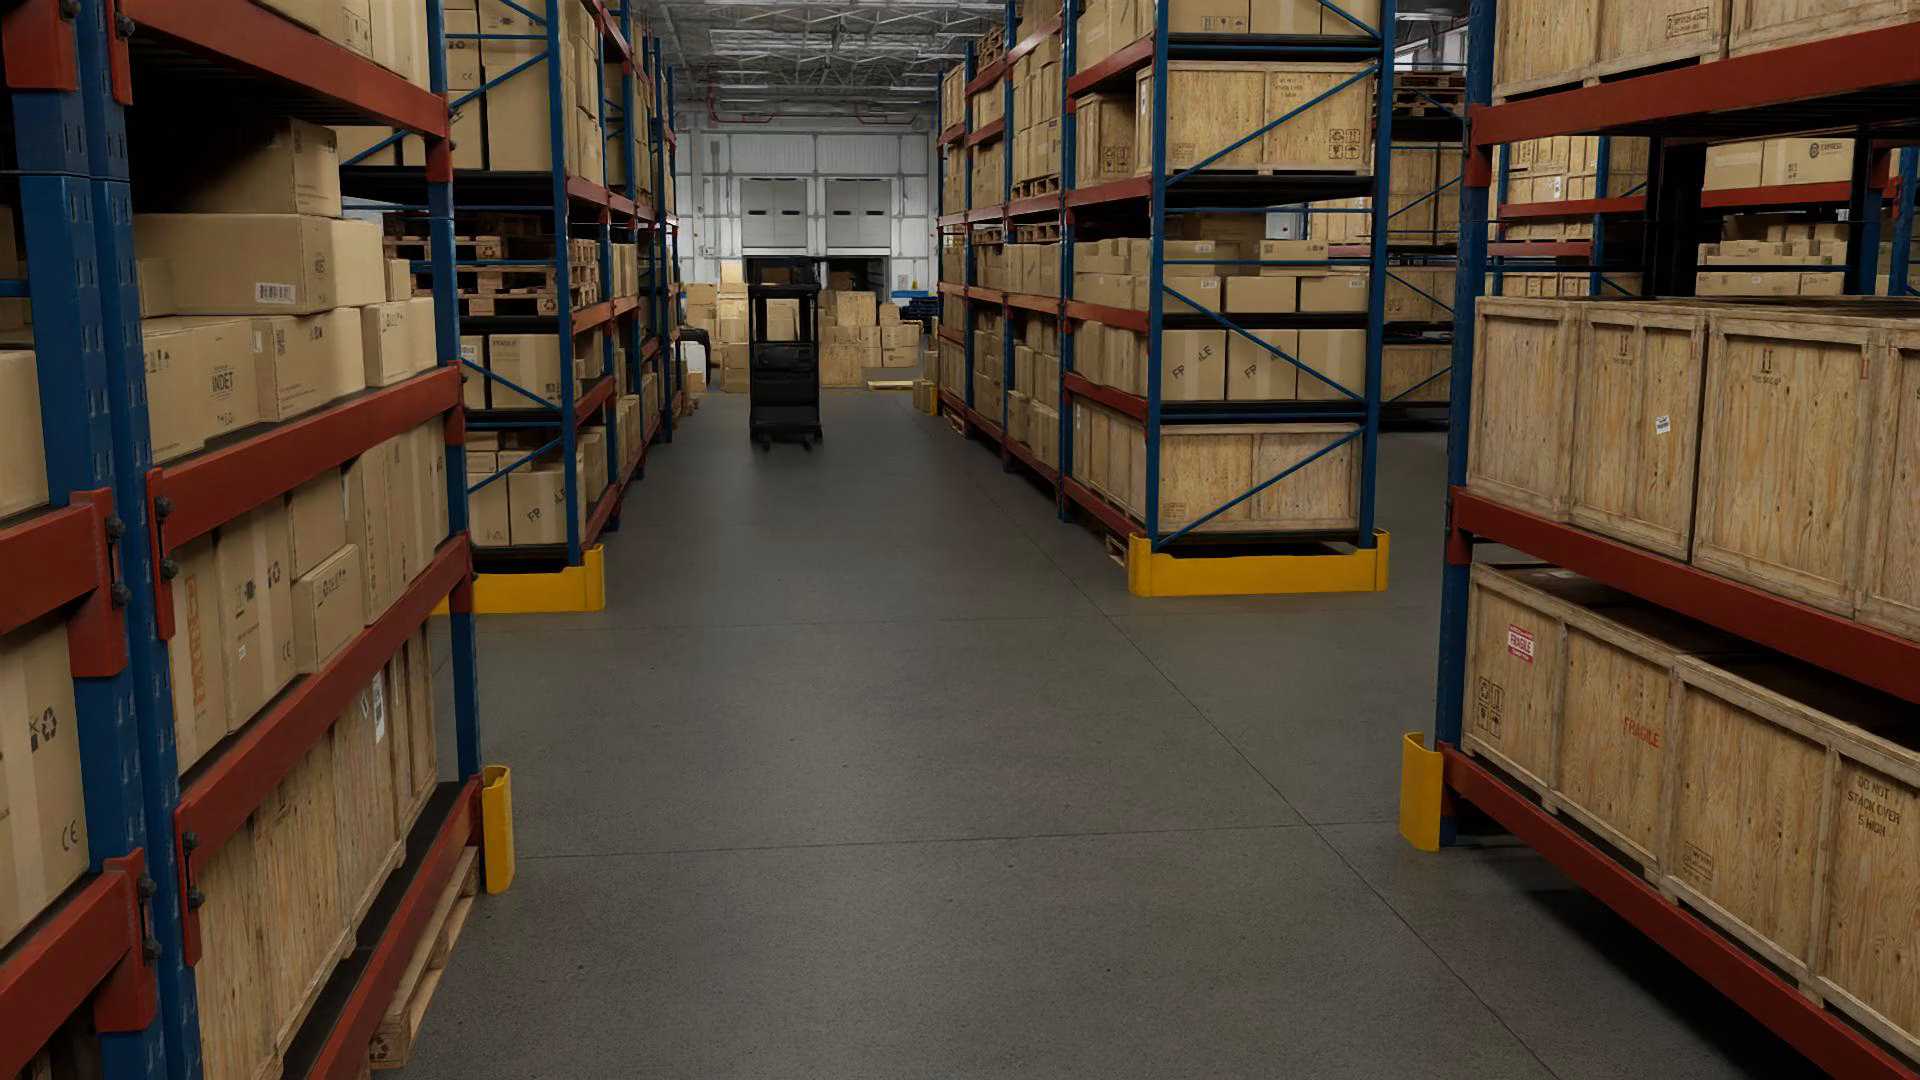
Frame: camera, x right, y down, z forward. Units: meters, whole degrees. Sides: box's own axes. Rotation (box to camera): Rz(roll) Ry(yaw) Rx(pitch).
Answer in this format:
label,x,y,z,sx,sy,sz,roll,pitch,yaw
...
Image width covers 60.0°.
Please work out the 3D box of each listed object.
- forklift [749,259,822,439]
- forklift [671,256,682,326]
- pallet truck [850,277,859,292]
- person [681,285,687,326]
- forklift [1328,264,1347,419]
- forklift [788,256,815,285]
label,x,y,z,sx,sy,sz,roll,pitch,yaw
forklift,-2.817,-3.088,26.545,1.129,2.768,1.873,-1,10,-7
forklift,-11.330,-9.537,64.090,1.129,2.768,1.873,-1,10,-7
pallet truck,-3.782,-9.391,65.808,1.885,1.965,0.823,2,10,10
person,-9.070,-7.540,55.384,1.035,1.886,0.550,-6,11,-29
forklift,4.657,-2.528,23.284,1.129,2.768,1.873,-1,10,-7
forklift,-5.632,-8.715,59.305,1.129,2.768,1.873,-7,12,-35
